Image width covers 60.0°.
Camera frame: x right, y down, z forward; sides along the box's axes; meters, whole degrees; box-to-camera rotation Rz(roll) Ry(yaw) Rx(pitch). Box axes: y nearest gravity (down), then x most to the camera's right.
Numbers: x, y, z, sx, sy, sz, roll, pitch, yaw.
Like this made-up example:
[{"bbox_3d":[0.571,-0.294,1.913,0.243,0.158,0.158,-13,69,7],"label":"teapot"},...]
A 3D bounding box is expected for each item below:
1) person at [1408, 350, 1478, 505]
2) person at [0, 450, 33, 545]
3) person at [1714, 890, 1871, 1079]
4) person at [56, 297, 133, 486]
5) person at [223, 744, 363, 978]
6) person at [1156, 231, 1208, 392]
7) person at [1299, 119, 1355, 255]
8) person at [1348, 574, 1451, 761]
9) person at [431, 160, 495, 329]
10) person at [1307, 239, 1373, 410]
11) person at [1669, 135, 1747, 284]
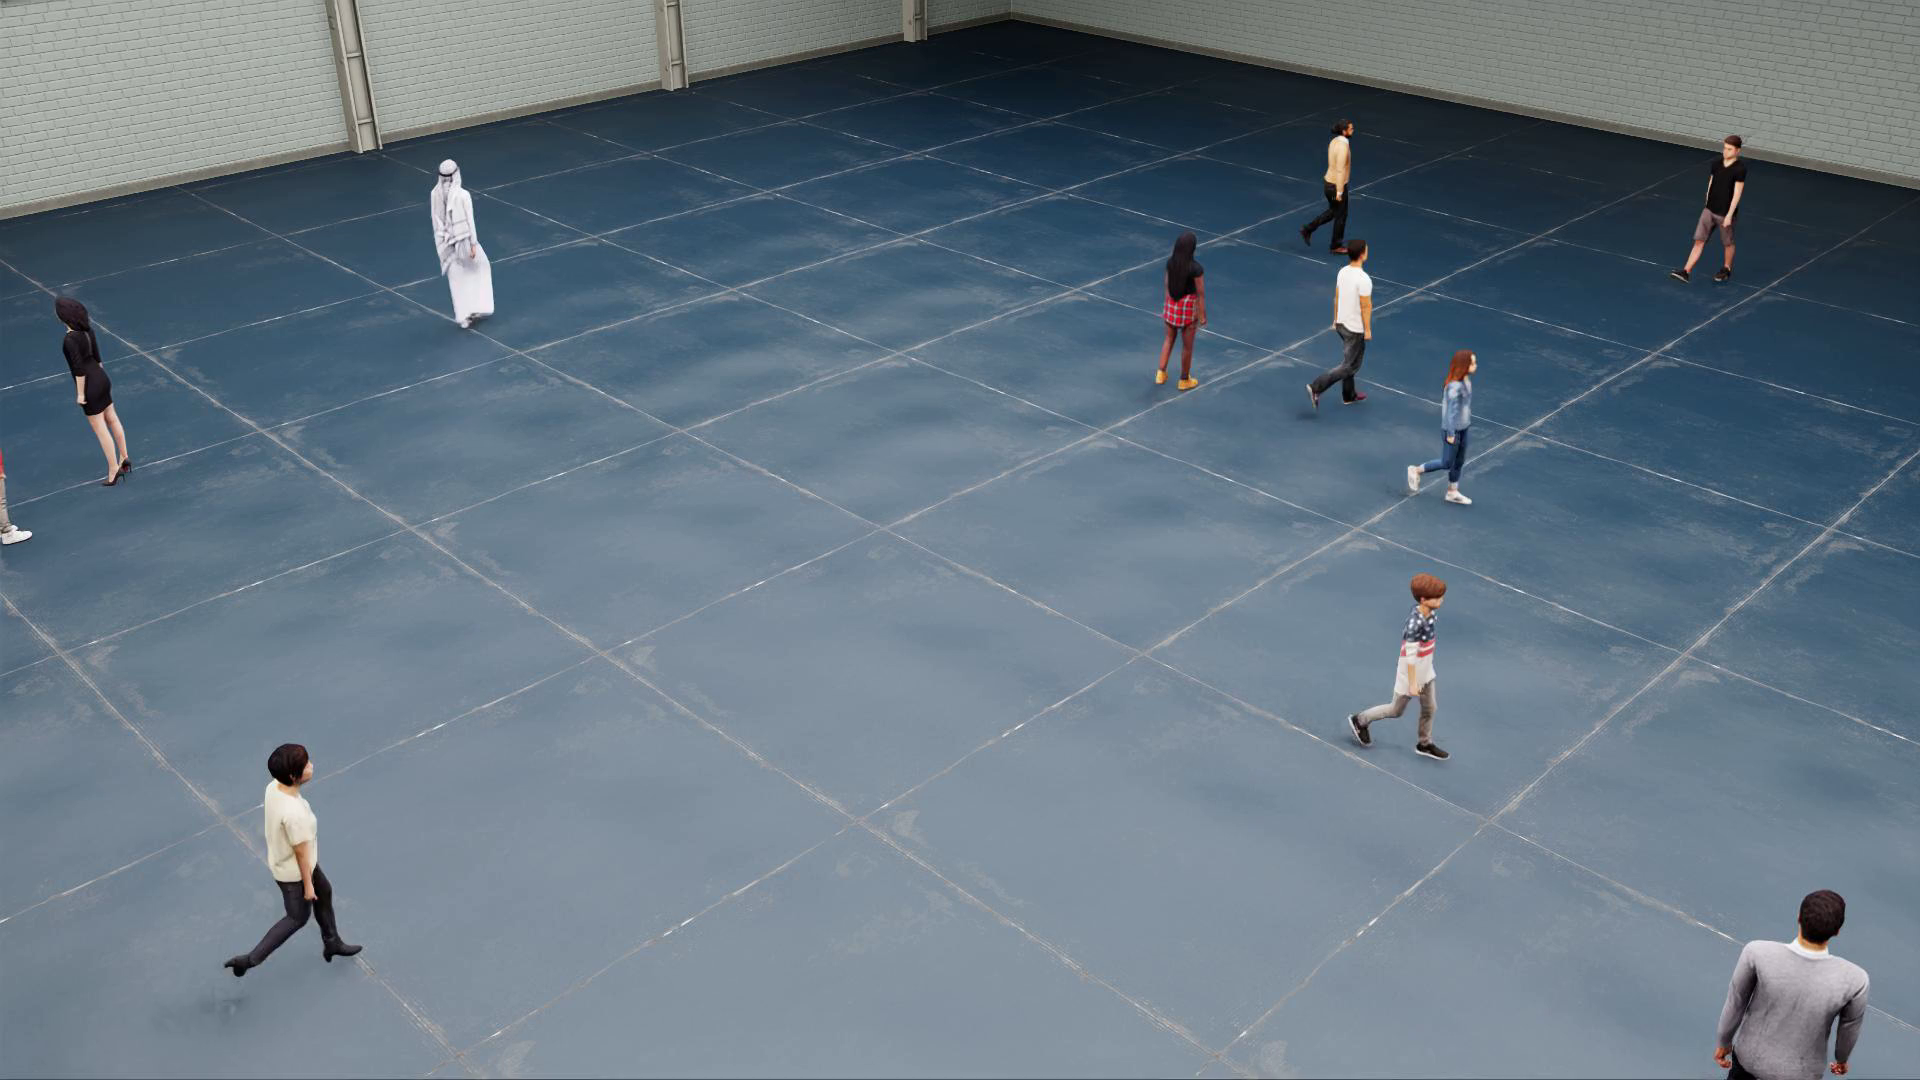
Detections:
[{"bbox_3d":[4.409,-1.020,15.062,0.715,1.463,0.807,17,33,29],"label":"person"},{"bbox_3d":[-8.439,-0.640,14.396,0.539,1.416,0.515,20,34,32],"label":"person"},{"bbox_3d":[3.914,2.506,7.963,0.796,1.910,0.727,17,32,28],"label":"person"},{"bbox_3d":[-8.014,-1.383,15.380,0.709,1.804,0.643,1,28,1],"label":"person"},{"bbox_3d":[-3.879,1.901,9.485,1.025,1.548,0.721,-18,33,-30],"label":"person"},{"bbox_3d":[2.285,-2.358,17.296,0.638,1.723,0.615,24,36,37],"label":"person"},{"bbox_3d":[4.765,-4.533,21.364,1.056,1.739,0.989,0,28,-1],"label":"person"},{"bbox_3d":[3.091,0.882,11.538,0.677,1.416,0.904,19,33,31],"label":"person"},{"bbox_3d":[-5.753,-3.340,18.940,0.918,1.912,0.982,2,28,4],"label":"person"},{"bbox_3d":[3.893,-2.144,16.828,1.135,1.786,0.934,-10,30,-18],"label":"person"},{"bbox_3d":[9.360,-4.003,20.297,1.292,1.806,0.911,-16,32,-27],"label":"person"}]
